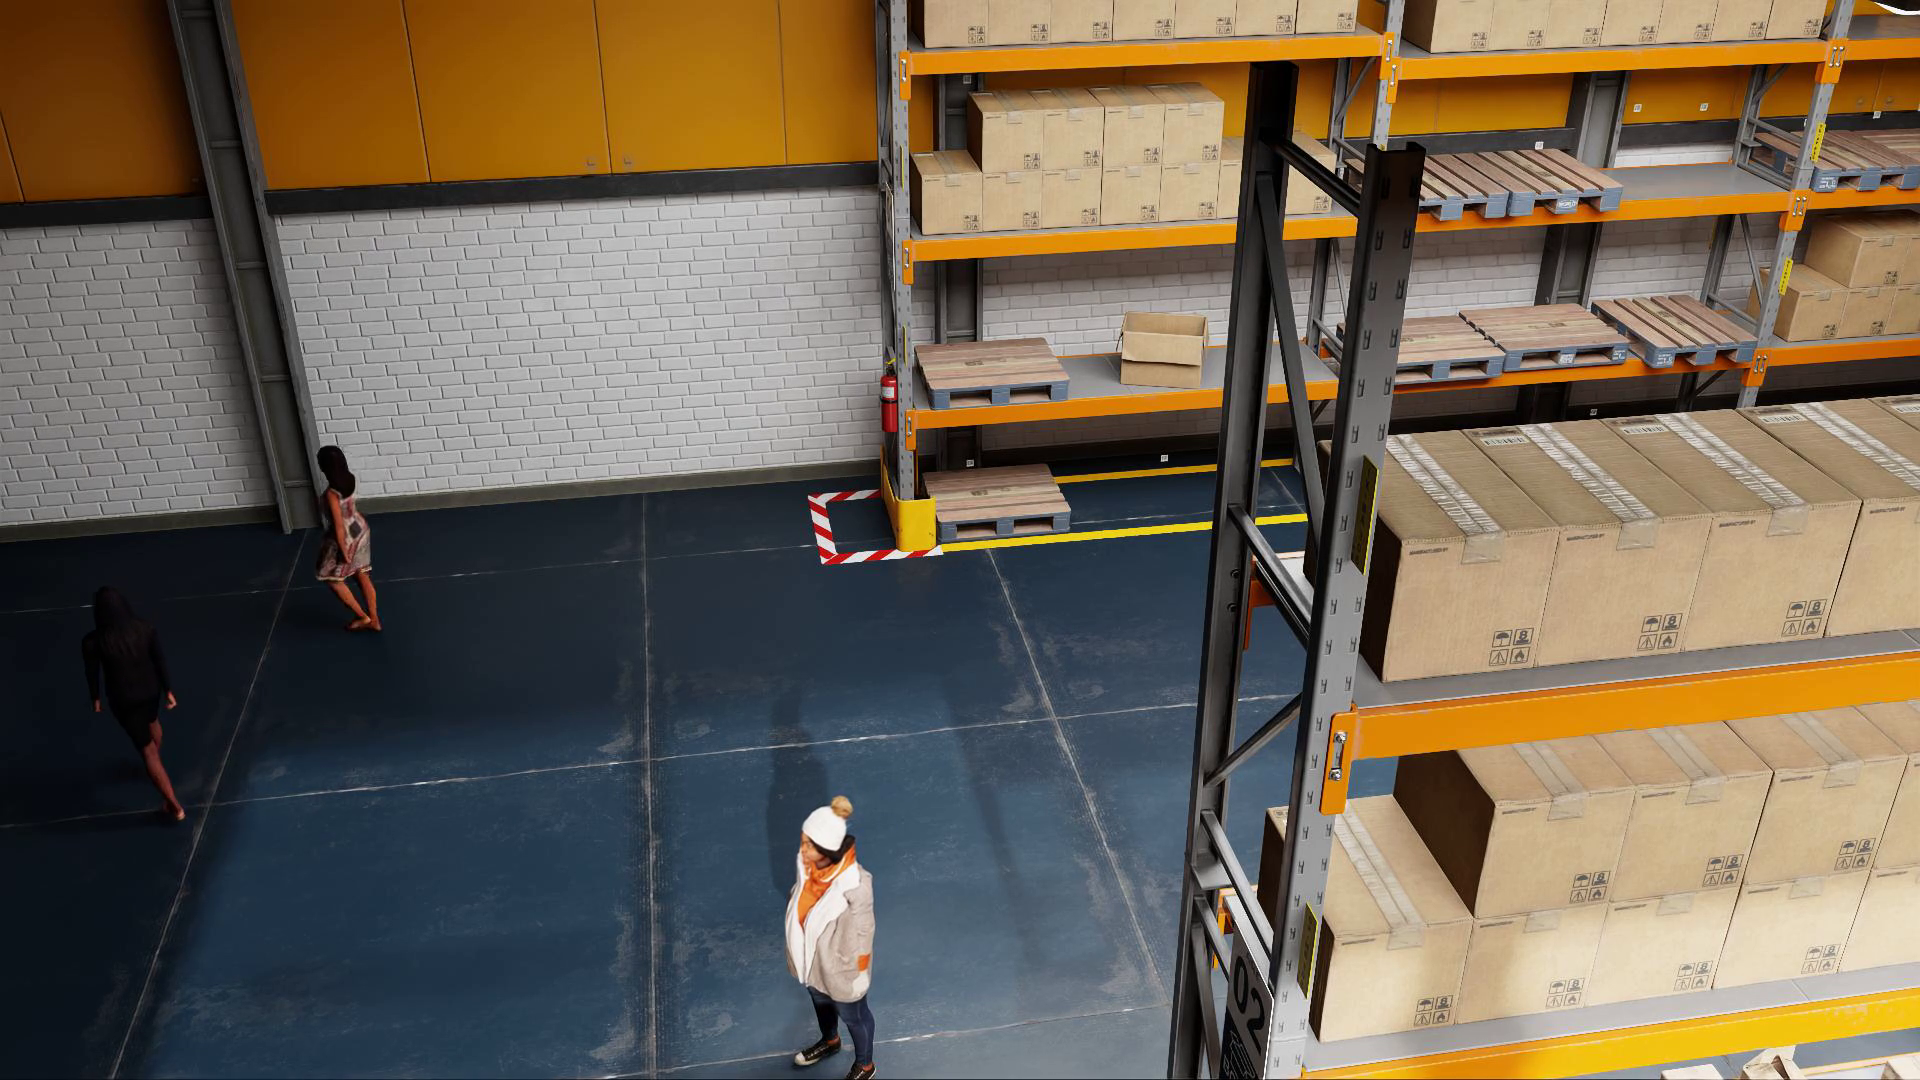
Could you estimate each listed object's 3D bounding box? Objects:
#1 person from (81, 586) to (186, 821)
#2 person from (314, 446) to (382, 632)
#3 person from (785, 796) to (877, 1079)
[{"bbox_3d":[-5.452,1.118,11.069,1.166,1.674,1.085,-24,37,-37],"label":"person"},{"bbox_3d":[-4.757,0.012,13.138,0.730,1.633,0.729,4,29,7],"label":"person"},{"bbox_3d":[-0.666,2.158,8.934,0.825,1.891,0.858,25,38,38],"label":"person"}]
